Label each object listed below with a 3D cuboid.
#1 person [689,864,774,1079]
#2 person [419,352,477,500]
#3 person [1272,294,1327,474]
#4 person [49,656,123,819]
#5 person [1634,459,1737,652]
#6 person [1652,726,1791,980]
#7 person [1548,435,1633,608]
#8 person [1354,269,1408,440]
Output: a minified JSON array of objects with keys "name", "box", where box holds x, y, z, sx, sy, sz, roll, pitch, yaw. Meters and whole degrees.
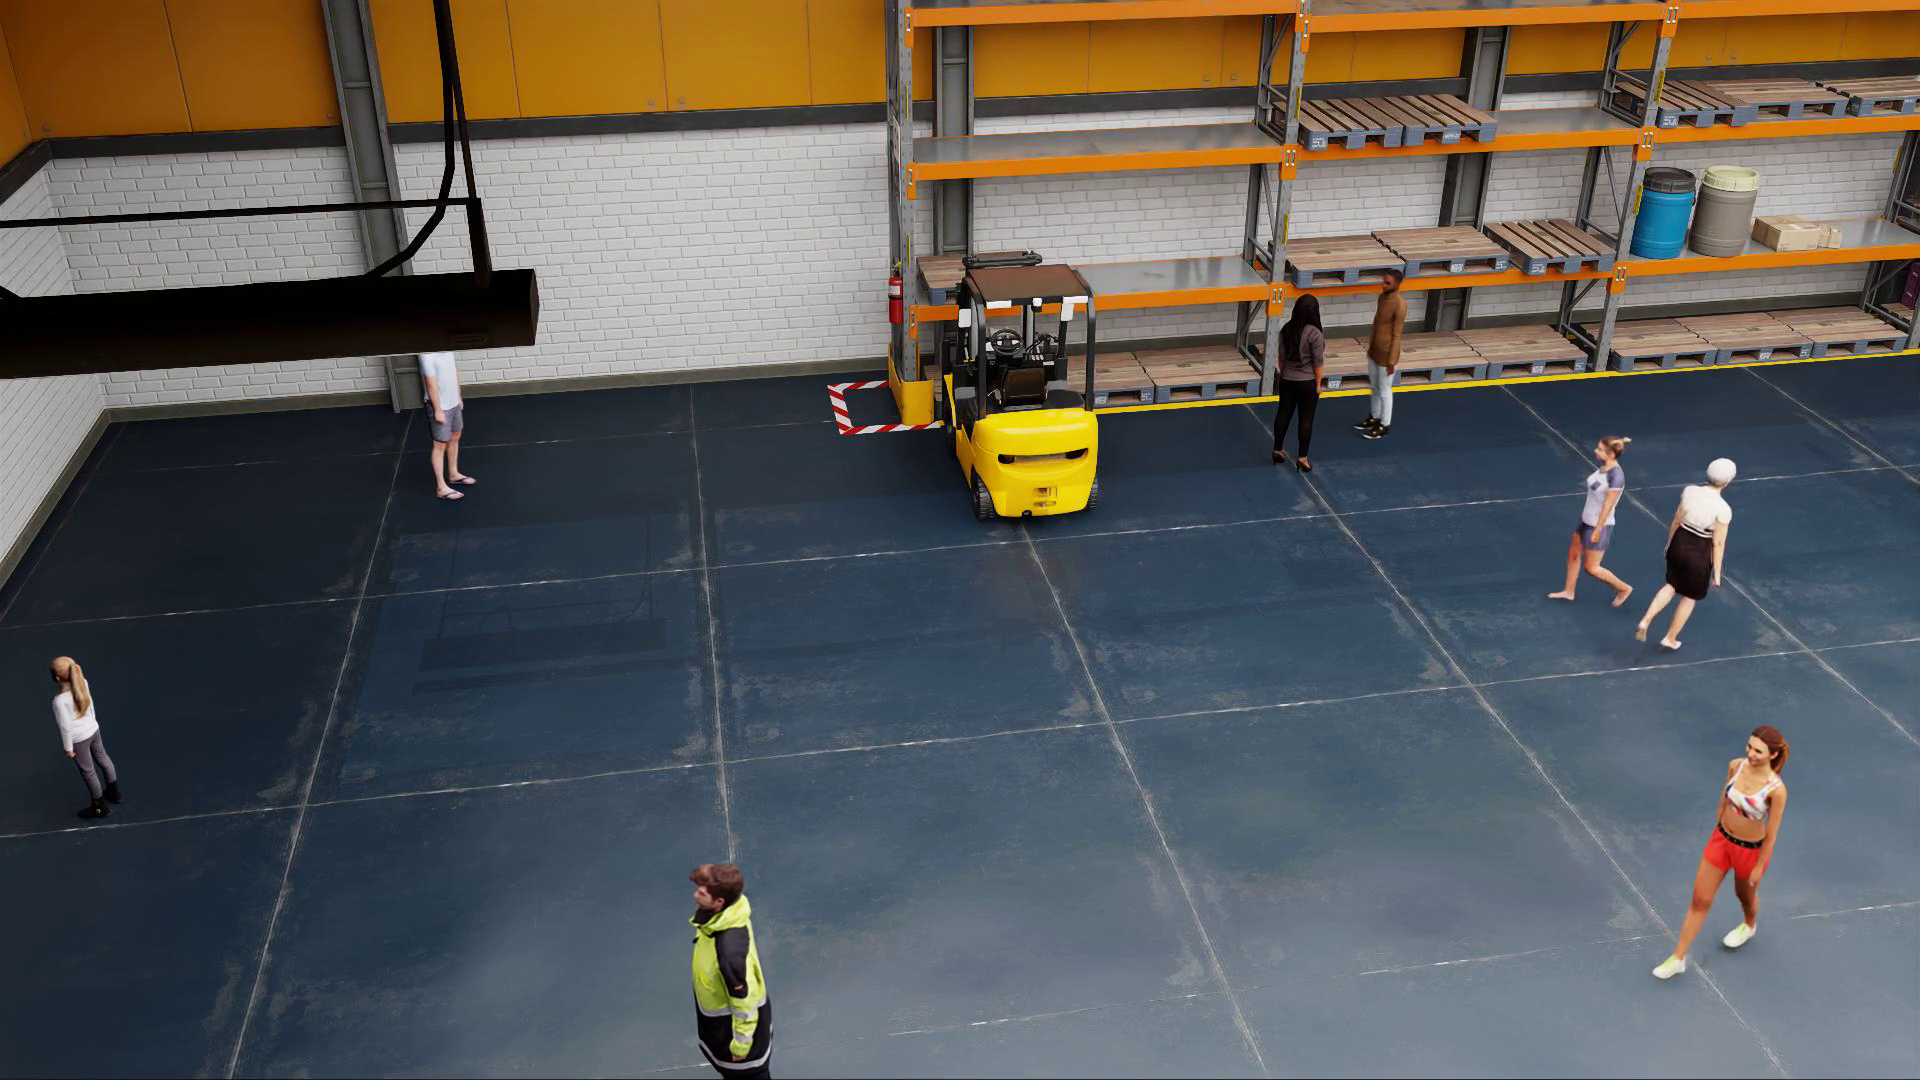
[{"name":"person","box":[-1.201,2.510,8.866,0.679,1.982,0.796,-9,30,-16]},{"name":"person","box":[-4.993,-1.308,16.025,0.681,1.829,0.710,6,29,11]},{"name":"person","box":[3.353,-1.549,16.453,0.750,1.842,0.790,24,36,36]},{"name":"person","box":[-6.161,1.368,11.693,0.577,1.279,0.550,4,29,8]},{"name":"person","box":[5.827,0.176,13.415,0.927,1.722,0.828,-13,31,-23]},{"name":"person","box":[4.856,1.902,10.233,1.216,1.741,0.871,-15,32,-25]},{"name":"person","box":[5.472,-0.125,14.093,0.933,1.602,0.693,3,29,6]},{"name":"person","box":[4.402,-1.945,17.206,0.589,1.816,0.659,-8,30,-14]}]
